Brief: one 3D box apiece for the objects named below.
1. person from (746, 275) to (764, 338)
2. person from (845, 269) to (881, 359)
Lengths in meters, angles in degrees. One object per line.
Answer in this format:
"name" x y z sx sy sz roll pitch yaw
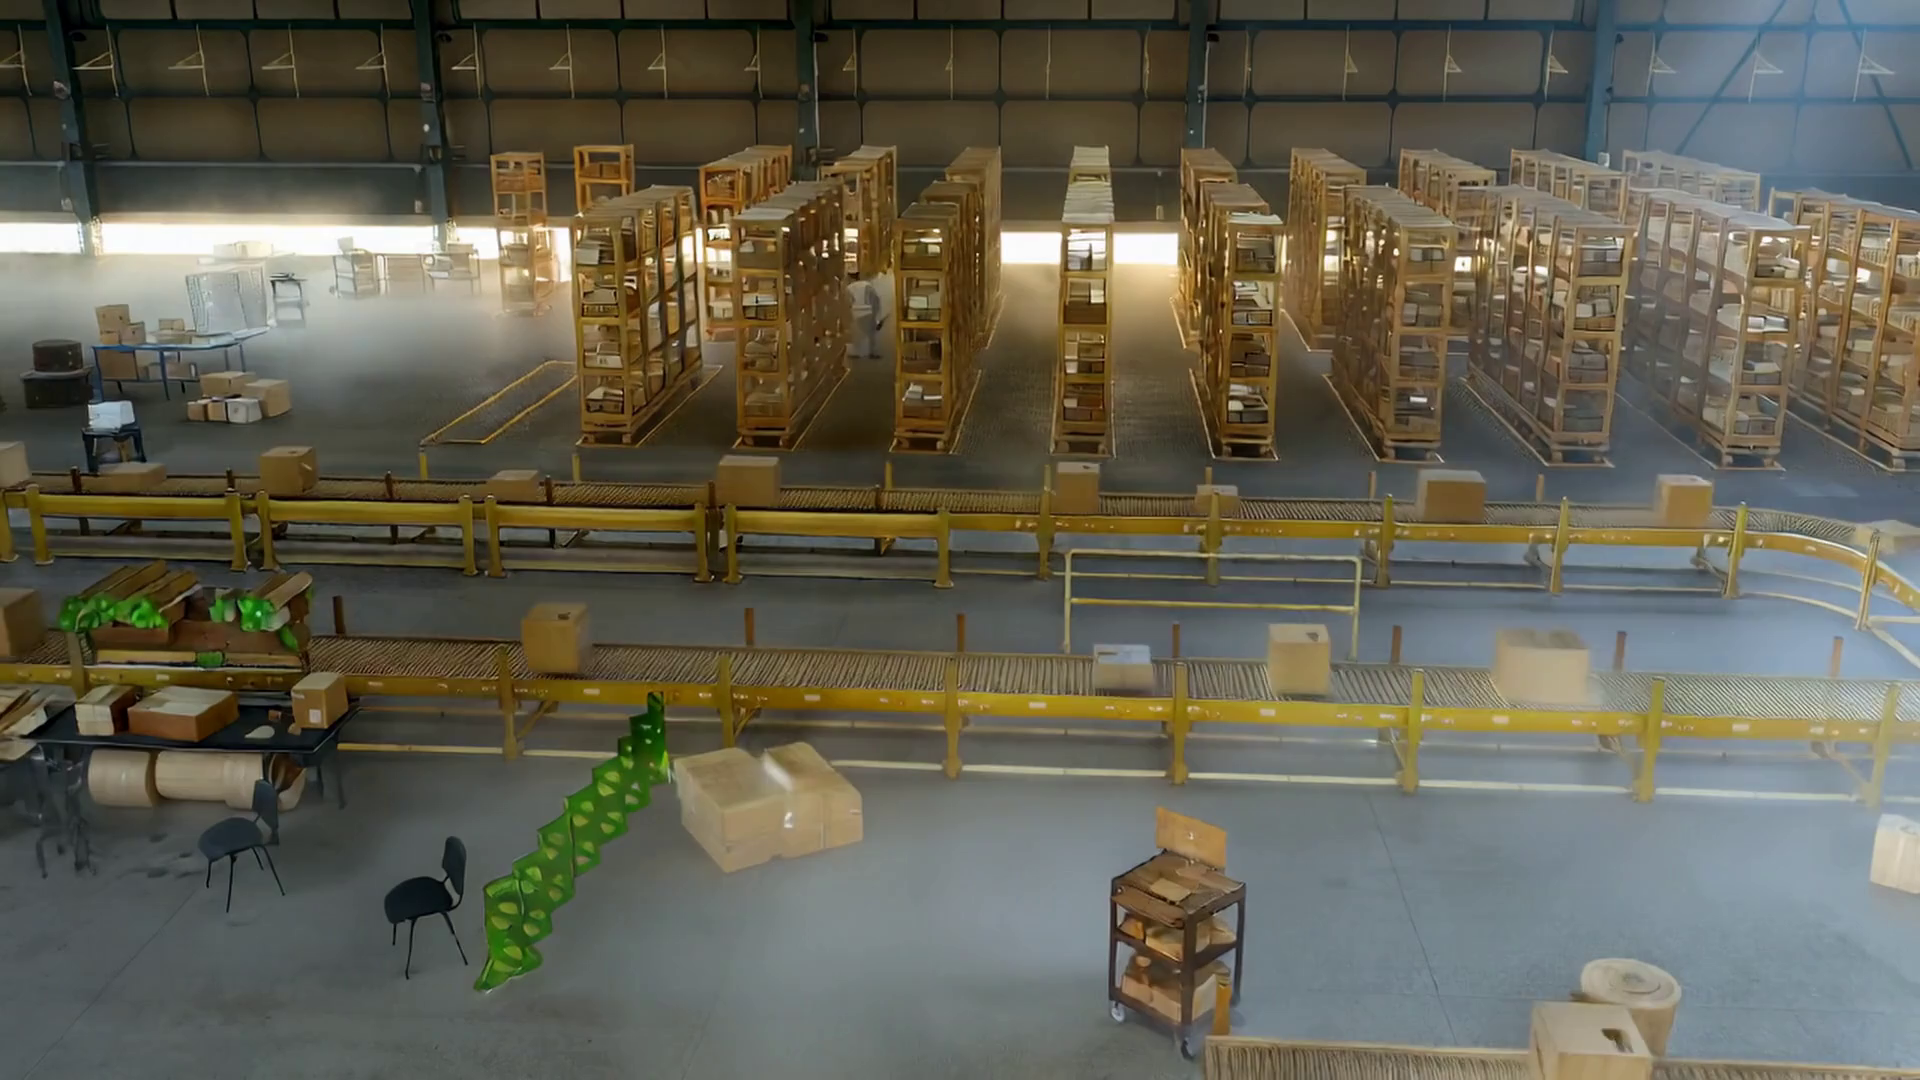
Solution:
"person" -3.944 -4.406 32.351 0.404 1.945 0.616 12 21 33
"person" -1.902 -4.448 32.774 0.704 1.784 0.406 1 18 4
